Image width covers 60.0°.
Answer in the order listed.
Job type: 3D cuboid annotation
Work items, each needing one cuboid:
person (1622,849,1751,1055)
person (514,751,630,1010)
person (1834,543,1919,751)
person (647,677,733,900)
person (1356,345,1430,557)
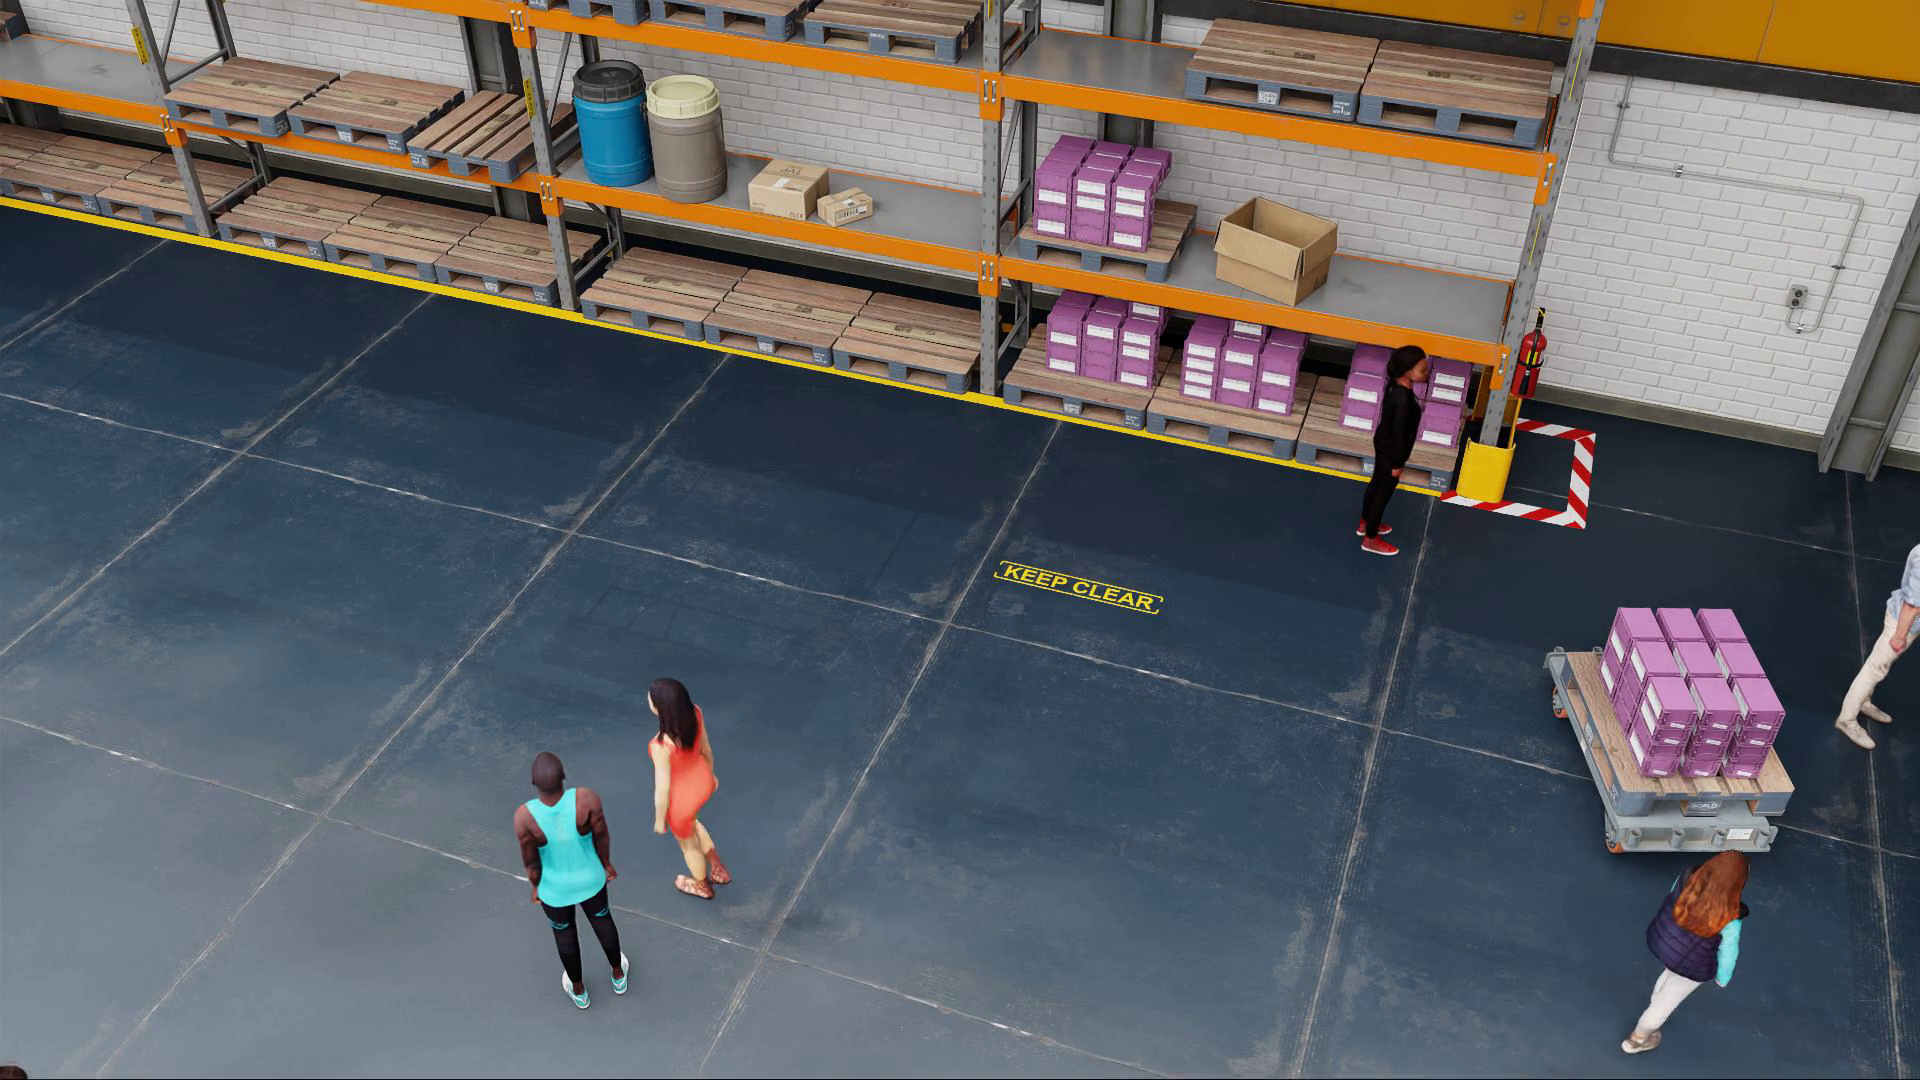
[{"bbox_3d":[3.658,2.134,8.522,0.789,1.483,0.730,-14,41,-17],"label":"person"},{"bbox_3d":[-2.037,1.778,8.705,0.669,1.811,0.739,-15,41,-18],"label":"person"},{"bbox_3d":[5.895,0.465,10.320,0.723,1.847,0.701,-31,48,-33],"label":"person"},{"bbox_3d":[-1.448,1.430,9.220,0.603,1.712,0.619,15,41,18],"label":"person"},{"bbox_3d":[3.073,-0.649,11.854,0.608,1.673,0.645,3,39,4],"label":"person"}]
